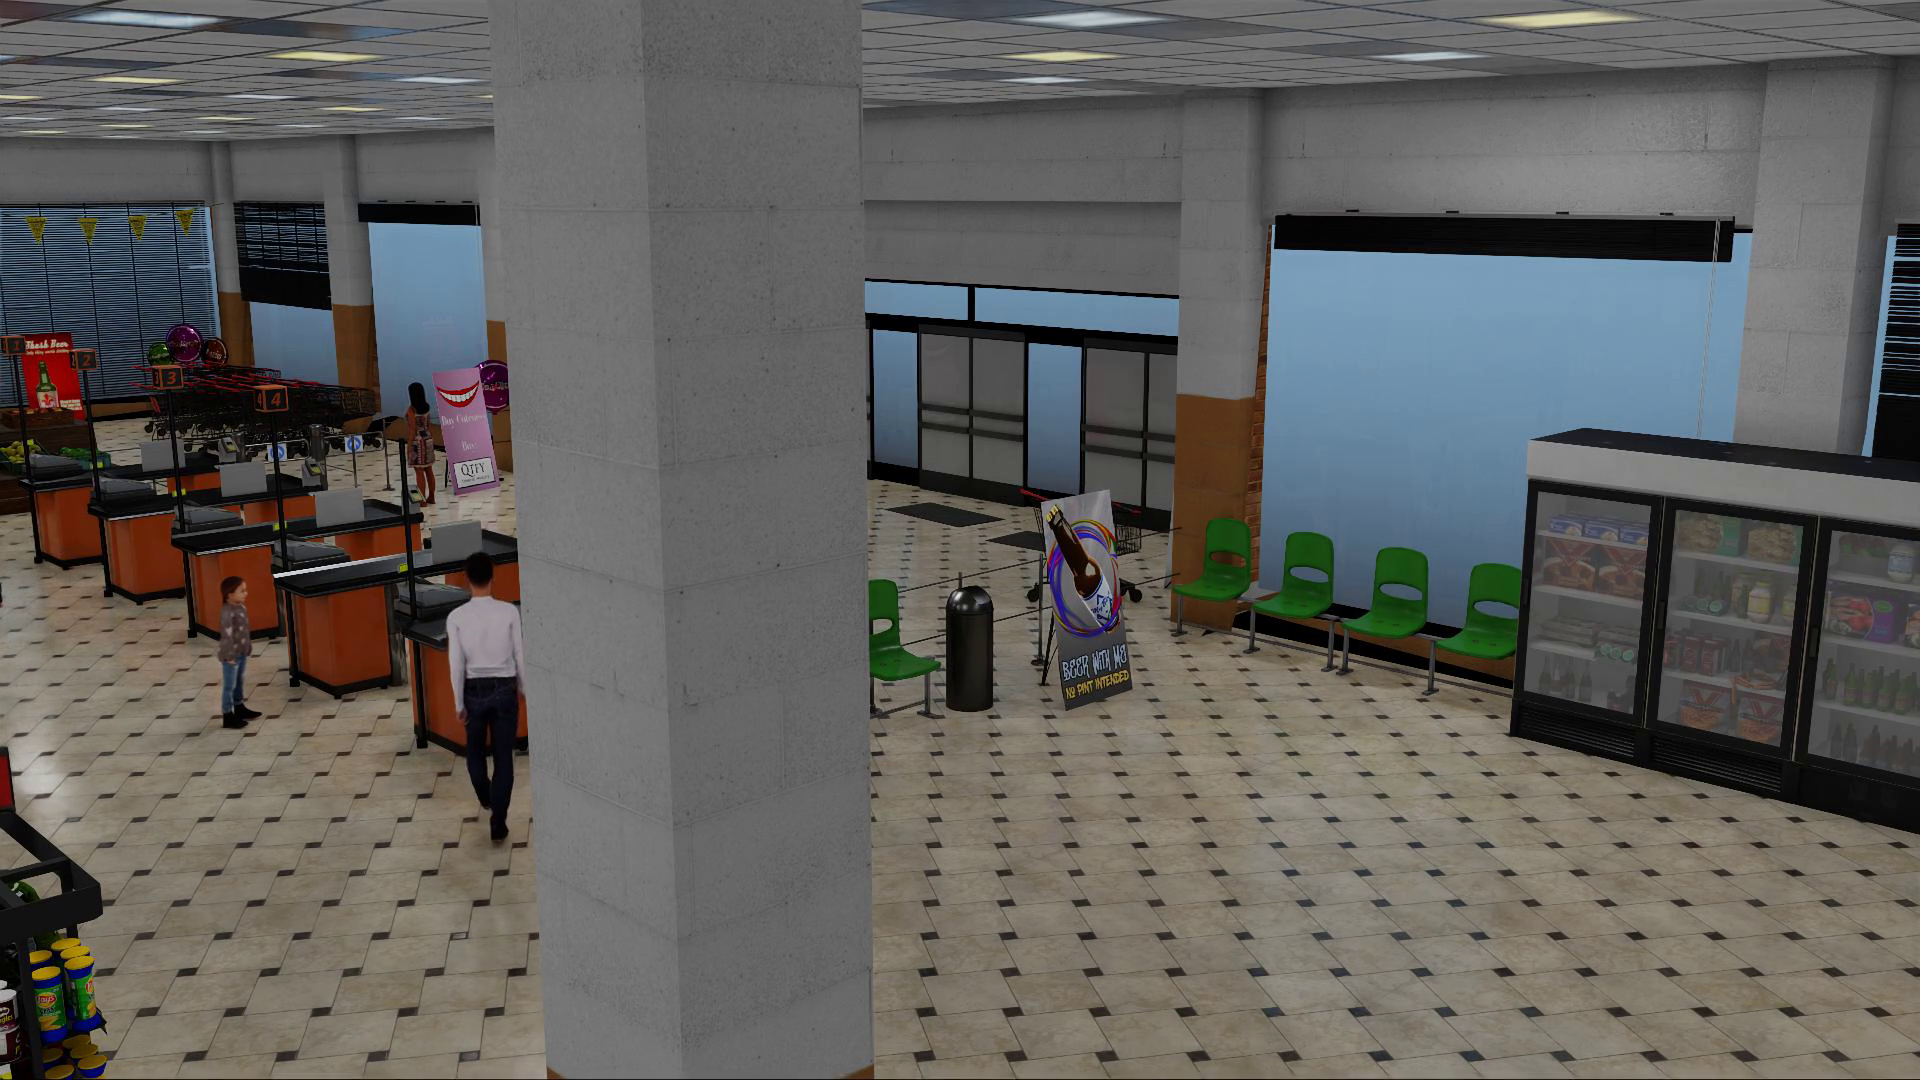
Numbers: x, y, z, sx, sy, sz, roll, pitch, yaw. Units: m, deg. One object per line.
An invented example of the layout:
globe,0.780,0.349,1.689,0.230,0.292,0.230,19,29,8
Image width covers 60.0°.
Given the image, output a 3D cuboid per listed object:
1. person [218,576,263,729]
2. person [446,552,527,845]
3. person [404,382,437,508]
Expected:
person,-5.670,0.860,12.976,0.617,1.191,0.548,1,12,4
person,-2.993,1.033,10.593,1.150,1.834,1.084,-2,12,-11
person,-7.135,-1.270,21.994,0.784,1.645,0.637,4,12,18
